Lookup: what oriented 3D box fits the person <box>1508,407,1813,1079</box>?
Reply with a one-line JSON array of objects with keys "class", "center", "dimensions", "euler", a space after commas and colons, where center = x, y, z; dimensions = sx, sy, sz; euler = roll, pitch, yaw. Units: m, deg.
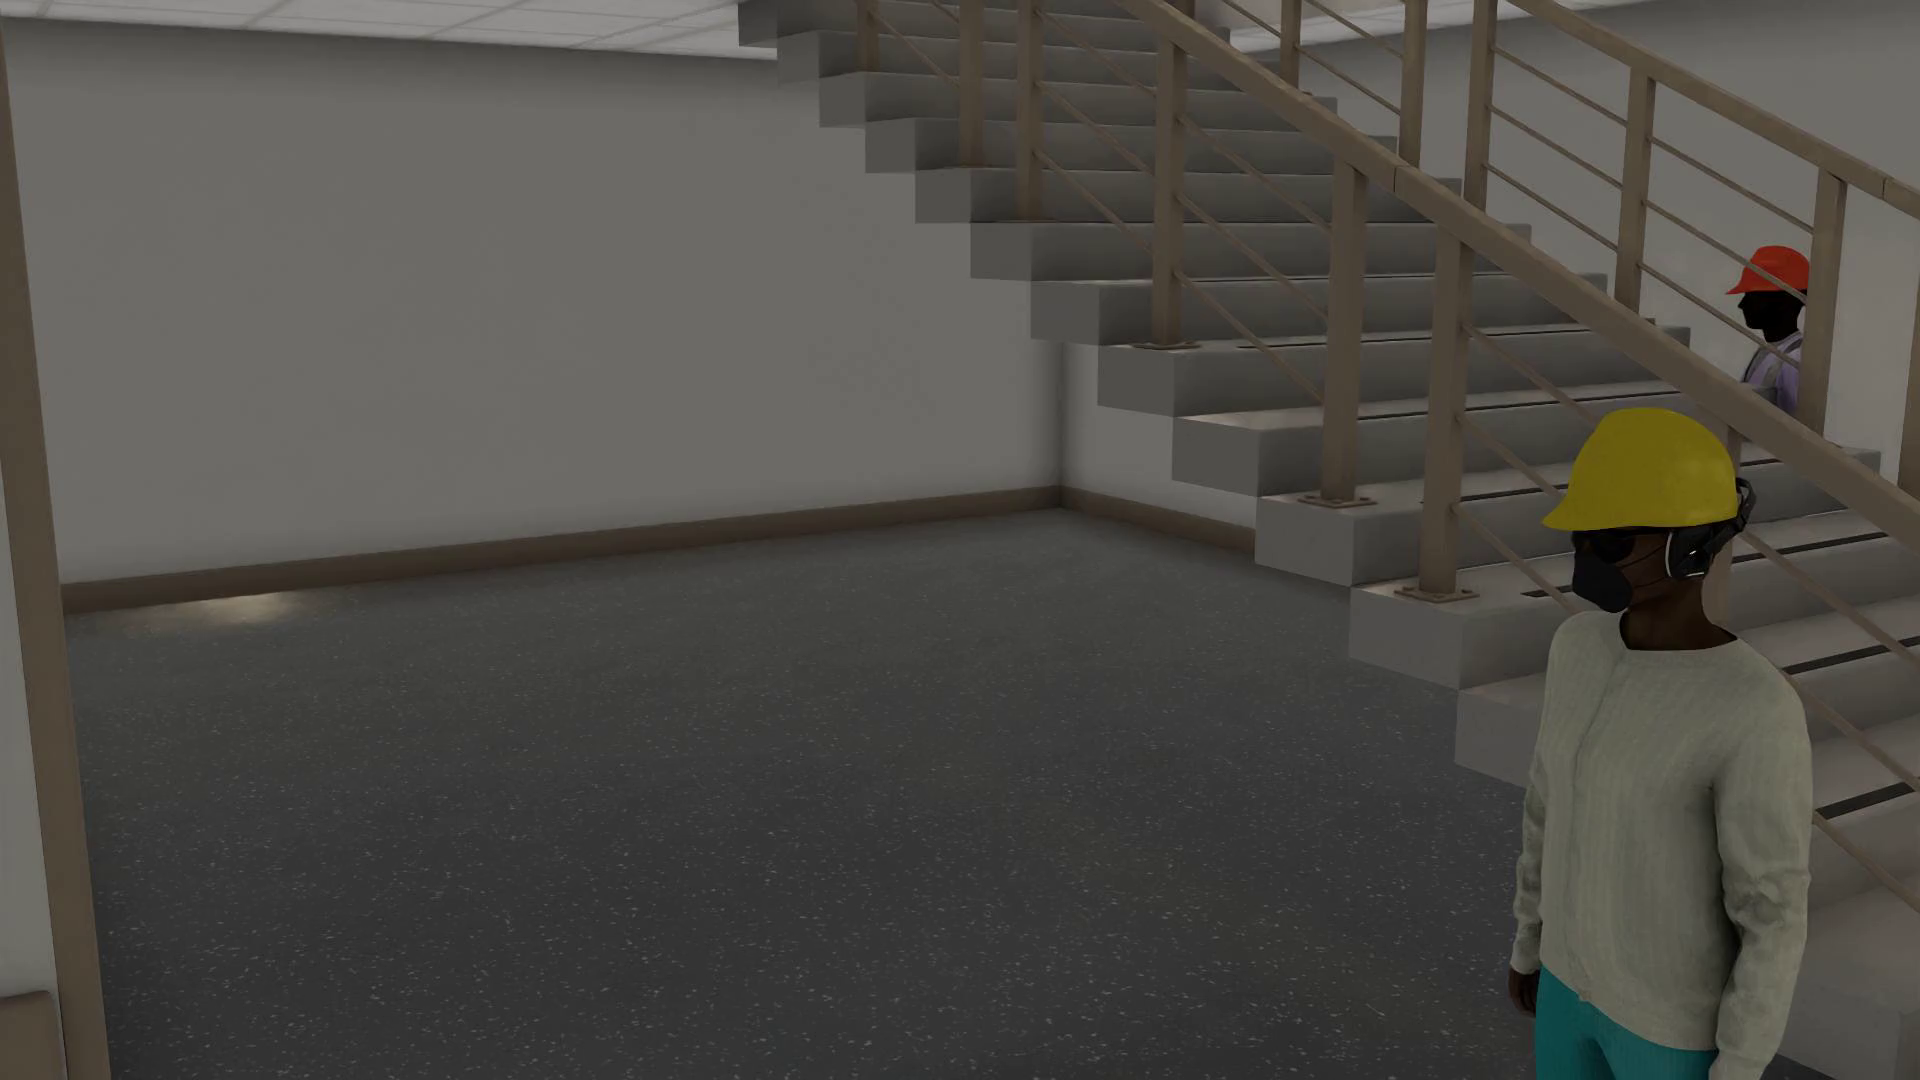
[{"class": "person", "center": [0.983, 0.684, 2.473], "dimensions": [0.327, 1.767, 0.533], "euler": [-3, 11, -15]}]

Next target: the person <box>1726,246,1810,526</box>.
[{"class": "person", "center": [3.120, -0.166, 6.486], "dimensions": [0.364, 1.935, 0.553], "euler": [2, 11, 9]}]
